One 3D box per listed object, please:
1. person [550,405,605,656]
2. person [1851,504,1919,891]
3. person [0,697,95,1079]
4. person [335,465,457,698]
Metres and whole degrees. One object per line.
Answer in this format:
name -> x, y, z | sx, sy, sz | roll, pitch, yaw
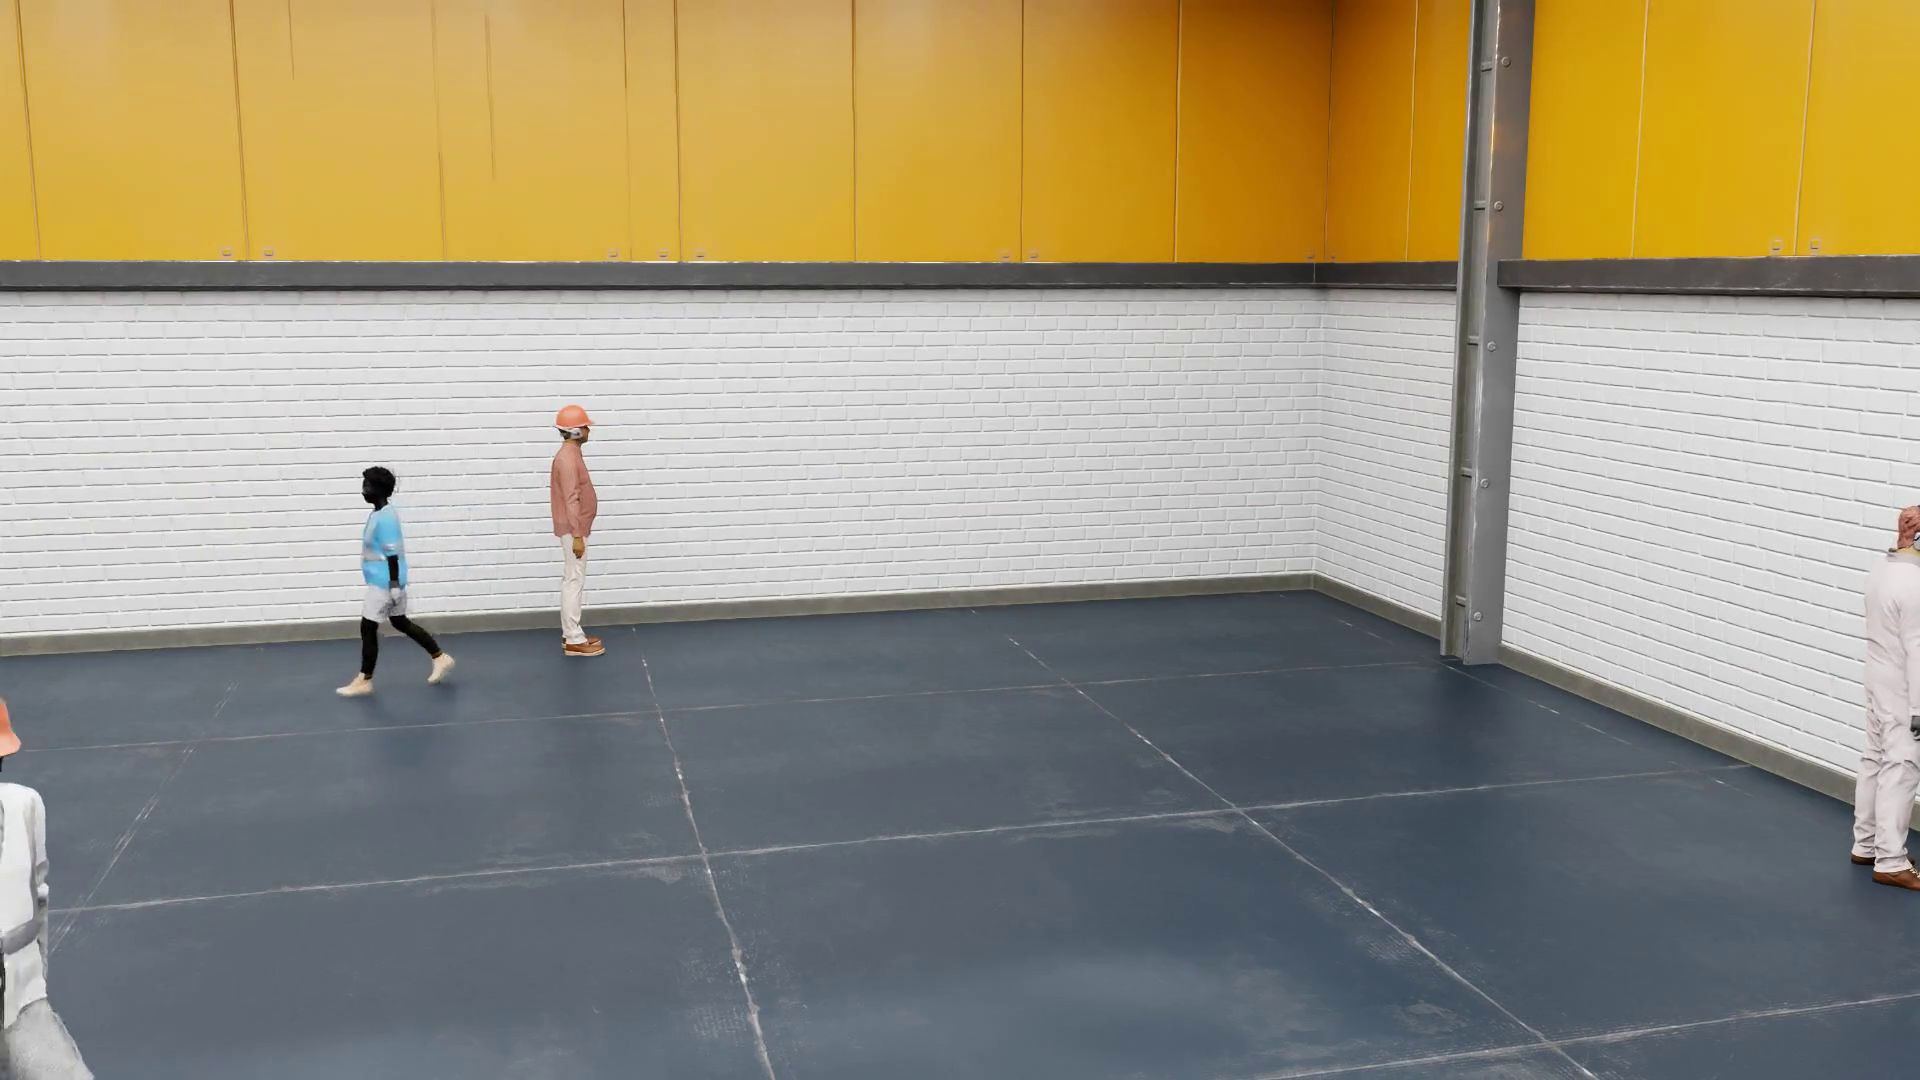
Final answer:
person -> -3.063, -0.081, 13.257 | 0.371, 1.997, 0.622 | -2, 9, -15
person -> 4.714, 0.765, 8.266 | 0.408, 1.908, 0.643 | 2, 9, 11
person -> -2.730, 1.336, 4.666 | 0.584, 1.916, 0.547 | 5, 10, 28
person -> -4.091, 0.280, 12.013 | 0.829, 1.665, 0.532 | -4, 10, -22
